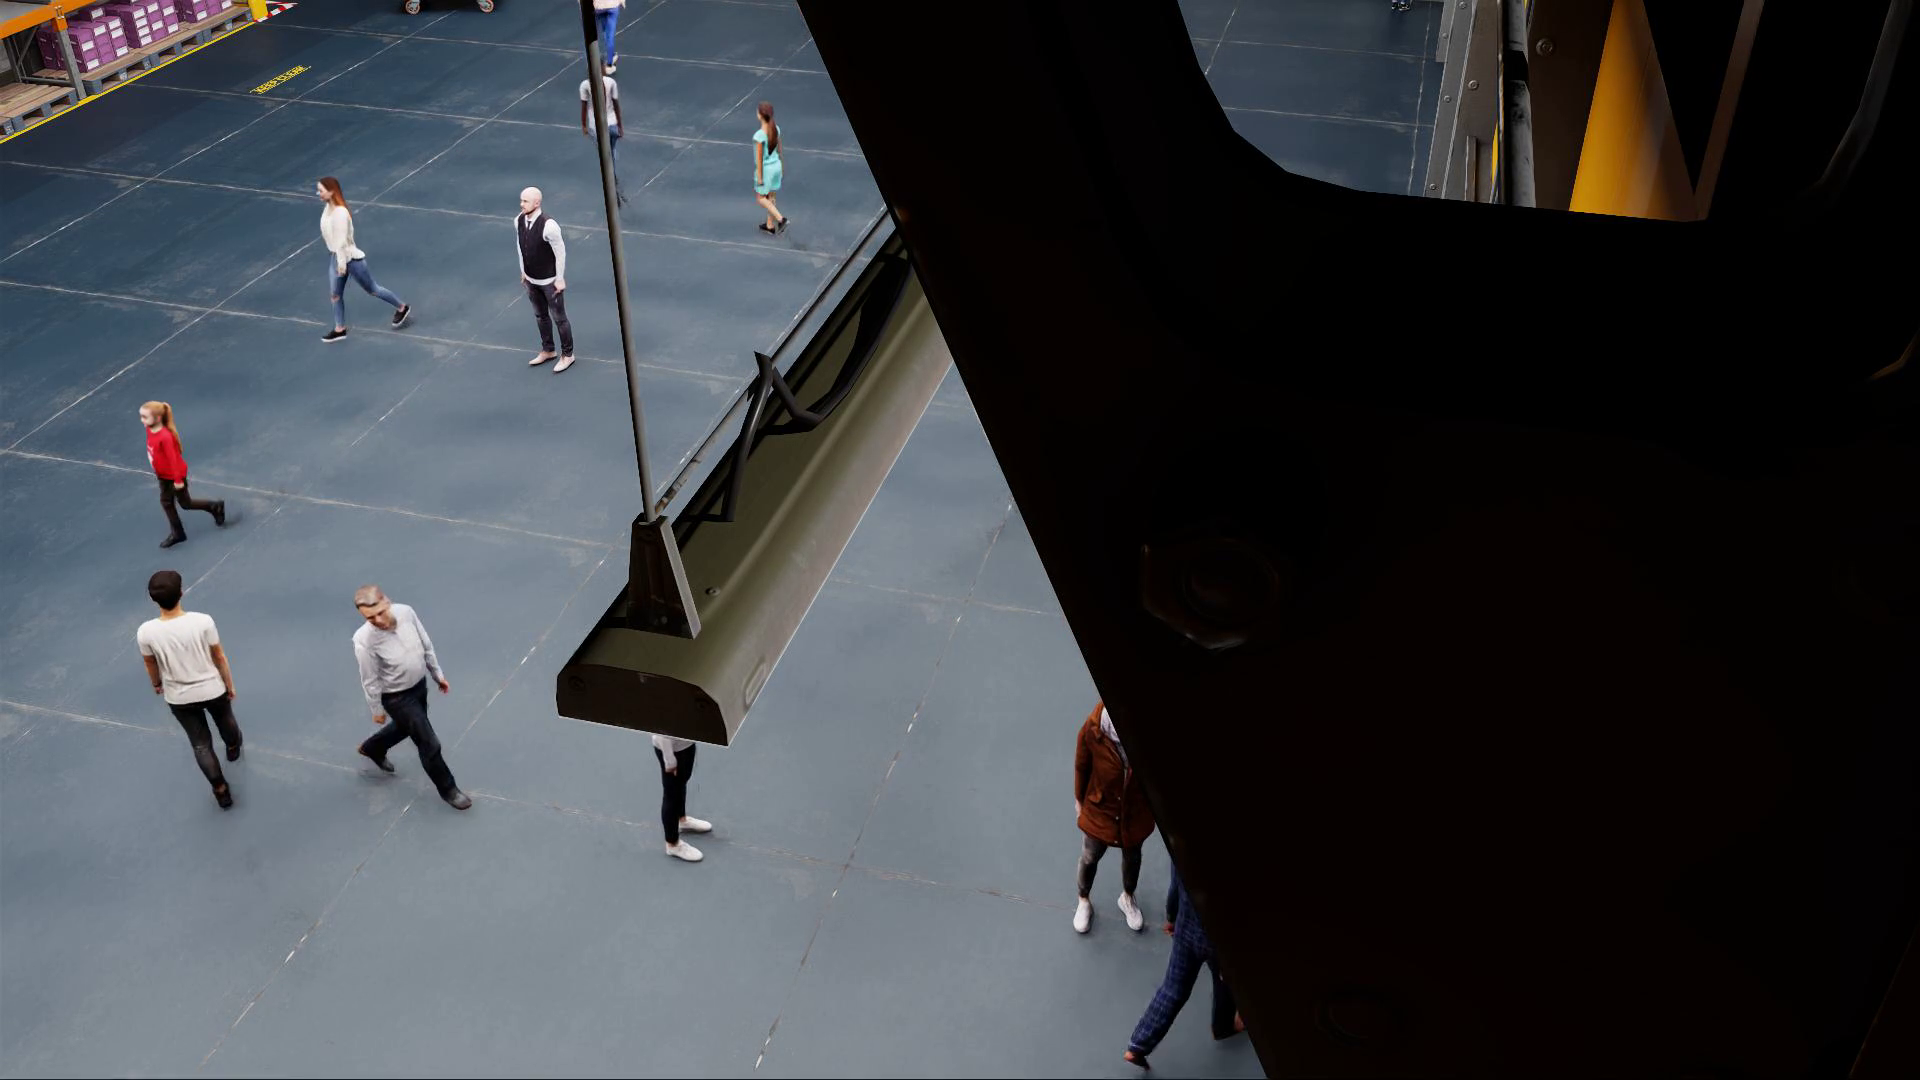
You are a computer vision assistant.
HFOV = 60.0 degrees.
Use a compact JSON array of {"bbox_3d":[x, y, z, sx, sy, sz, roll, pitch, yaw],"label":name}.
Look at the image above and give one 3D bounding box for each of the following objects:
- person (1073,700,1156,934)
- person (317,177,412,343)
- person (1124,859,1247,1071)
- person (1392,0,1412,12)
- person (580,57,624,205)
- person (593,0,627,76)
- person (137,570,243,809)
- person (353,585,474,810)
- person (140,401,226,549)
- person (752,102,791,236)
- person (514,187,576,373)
[{"bbox_3d":[0.926,1.550,9.760,0.805,1.836,0.812,-2,34,-4],"label":"person"},{"bbox_3d":[-5.951,-2.769,16.425,1.209,1.650,1.026,-25,41,-33],"label":"person"},{"bbox_3d":[1.248,2.159,8.885,1.200,1.789,1.059,-24,41,-32],"label":"person"},{"bbox_3d":[6.986,-8.967,26.137,0.622,1.221,0.595,-29,43,-36],"label":"person"},{"bbox_3d":[-4.134,-4.757,19.389,1.034,1.681,1.206,-12,35,-17],"label":"person"},{"bbox_3d":[-4.977,-7.411,23.330,0.729,1.737,0.993,4,34,6],"label":"person"},{"bbox_3d":[-4.931,0.999,10.714,0.976,1.696,1.076,-14,36,-20],"label":"person"},{"bbox_3d":[-3.646,0.955,10.713,0.820,1.771,1.092,11,35,16],"label":"person"},{"bbox_3d":[-6.322,-0.553,13.435,0.677,1.268,0.868,23,40,31],"label":"person"},{"bbox_3d":[-2.093,-4.104,18.527,0.808,1.547,0.828,26,42,34],"label":"person"},{"bbox_3d":[-3.966,-2.491,15.852,0.754,1.823,0.684,18,38,25],"label":"person"}]
